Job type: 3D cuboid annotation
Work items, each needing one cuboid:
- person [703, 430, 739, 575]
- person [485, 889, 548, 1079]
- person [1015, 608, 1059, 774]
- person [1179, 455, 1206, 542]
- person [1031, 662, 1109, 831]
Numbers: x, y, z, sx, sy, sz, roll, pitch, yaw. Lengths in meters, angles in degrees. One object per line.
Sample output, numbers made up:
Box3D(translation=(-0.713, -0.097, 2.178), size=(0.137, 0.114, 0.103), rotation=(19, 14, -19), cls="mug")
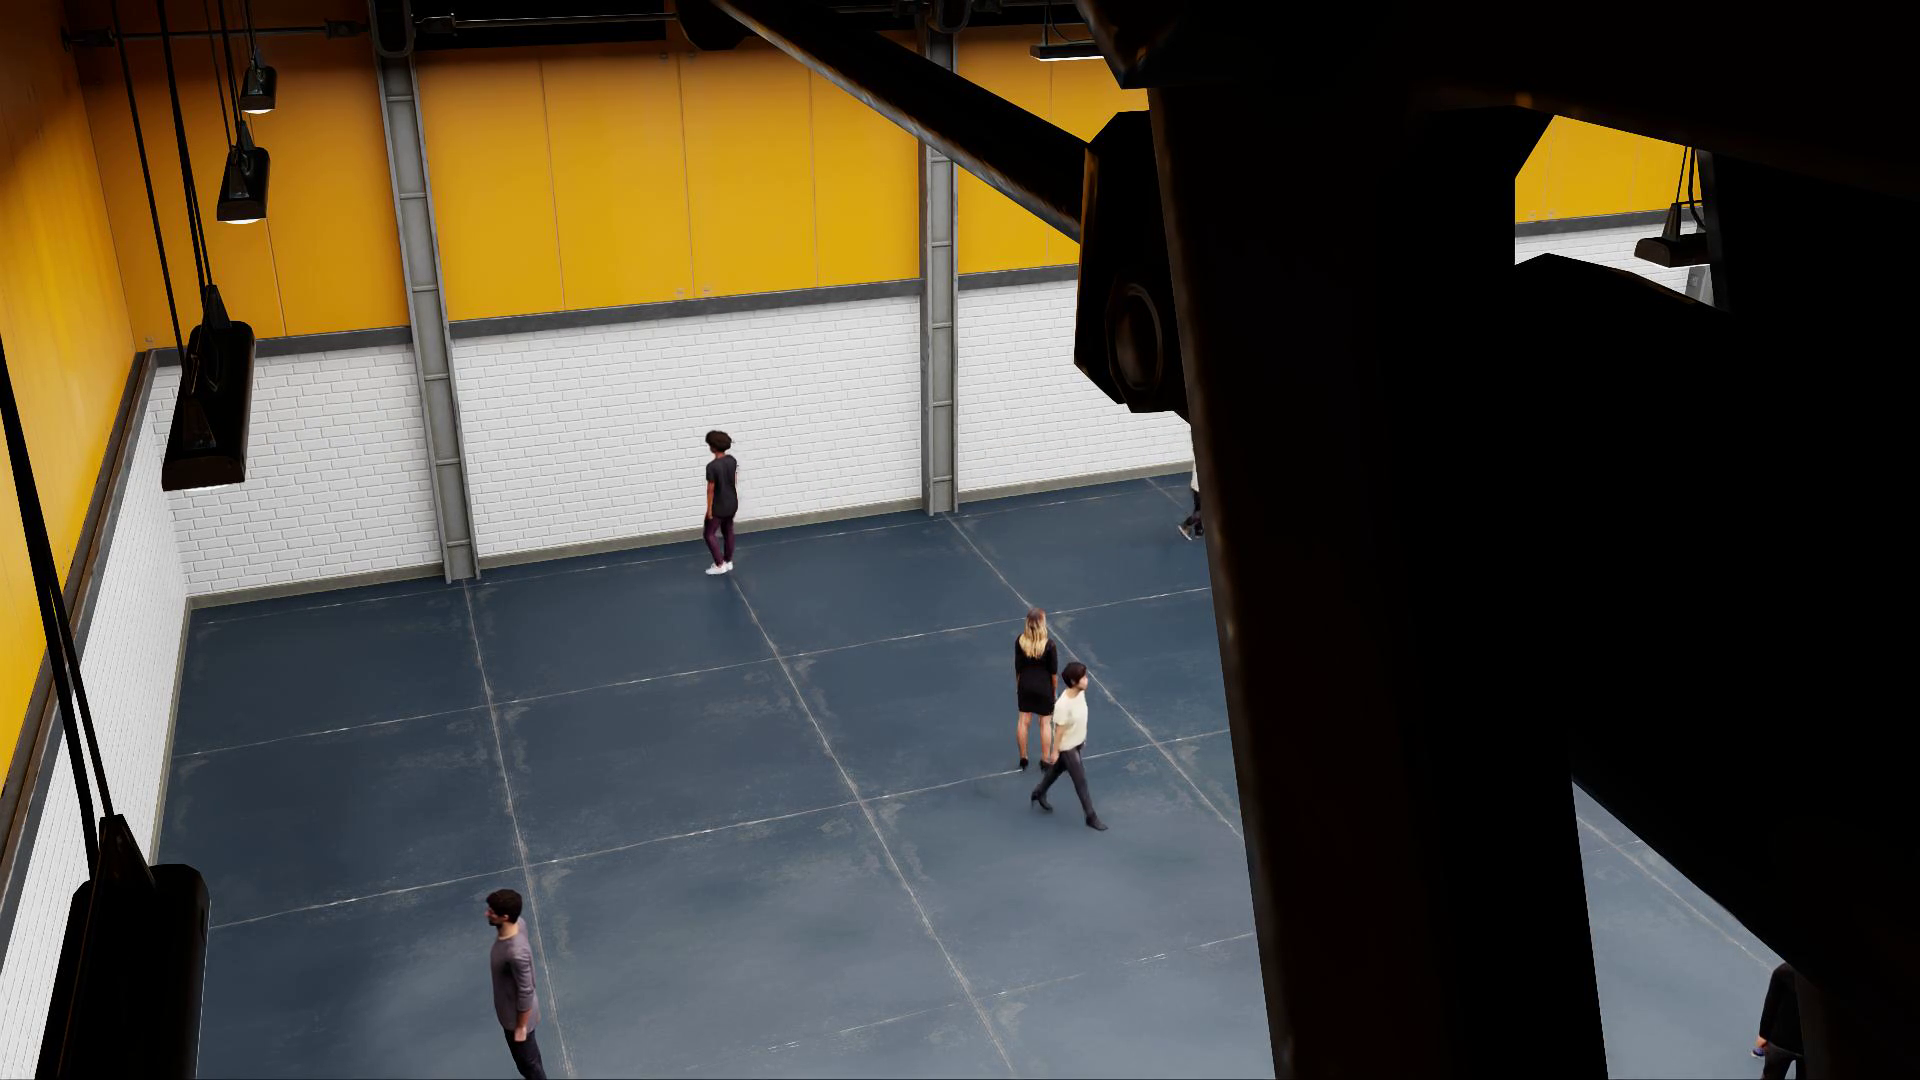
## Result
Box3D(translation=(-2.756, -0.441, 19.475), size=(0.833, 1.779, 0.753), rotation=(16, 28, 33), cls="person")
Box3D(translation=(-2.974, 3.133, 11.207), size=(0.518, 1.853, 0.669), rotation=(-9, 25, -19), cls="person")
Box3D(translation=(0.699, 1.392, 15.411), size=(0.581, 1.677, 0.667), rotation=(8, 25, 17), cls="person")
Box3D(translation=(2.911, -0.669, 20.414), size=(0.759, 1.445, 0.640), rotation=(-5, 24, -11), cls="person")
Box3D(translation=(0.902, 1.792, 14.664), size=(1.060, 1.542, 1.027), rotation=(12, 26, 26), cls="person")
